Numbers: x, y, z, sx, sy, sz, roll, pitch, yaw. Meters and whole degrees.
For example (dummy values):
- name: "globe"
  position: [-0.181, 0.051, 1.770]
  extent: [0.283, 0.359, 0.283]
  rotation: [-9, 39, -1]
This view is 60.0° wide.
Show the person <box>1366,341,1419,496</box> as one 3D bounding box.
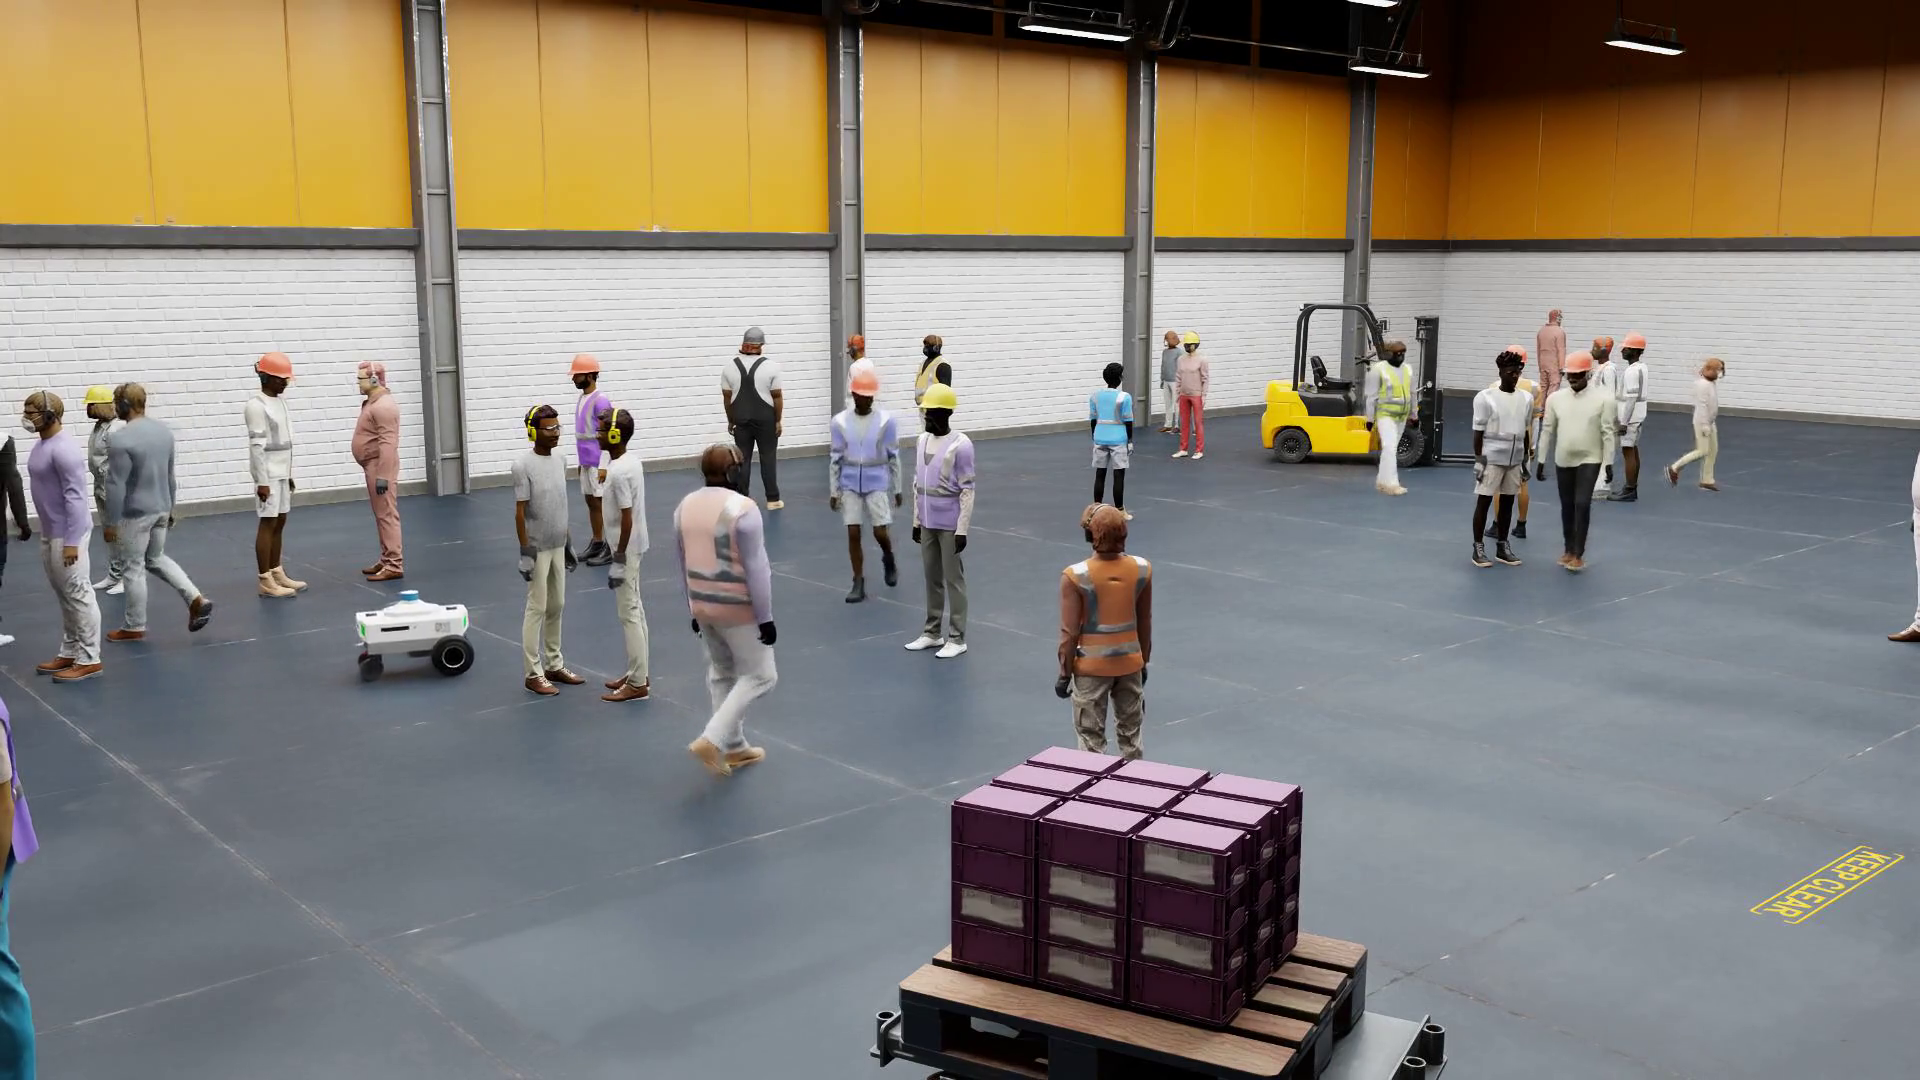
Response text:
- name: "person"
  position: [5.181, -1.429, 19.613]
  extent: [0.654, 1.814, 0.790]
  rotation: [-6, 11, -30]

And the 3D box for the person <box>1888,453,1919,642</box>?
- name: "person"
  position: [7.001, -0.151, 11.867]
  extent: [0.411, 1.908, 0.643]
  rotation: [0, 10, -2]

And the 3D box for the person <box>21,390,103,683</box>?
- name: "person"
  position: [-5.962, -0.027, 11.041]
  extent: [0.375, 1.939, 0.628]
  rotation: [-9, 13, -41]

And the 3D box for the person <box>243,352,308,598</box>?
- name: "person"
  position: [-5.654, -0.541, 13.783]
  extent: [0.408, 2.030, 0.610]
  rotation: [0, 10, -1]

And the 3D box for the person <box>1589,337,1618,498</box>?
- name: "person"
  position: [7.474, -1.426, 19.392]
  extent: [0.337, 1.882, 0.583]
  rotation: [2, 10, 12]

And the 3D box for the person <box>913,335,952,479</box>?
- name: "person"
  position: [-0.349, -1.633, 20.722]
  extent: [0.429, 1.846, 0.625]
  rotation: [-5, 11, -28]

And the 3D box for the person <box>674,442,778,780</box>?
- name: "person"
  position: [-1.253, 0.389, 8.923]
  extent: [0.672, 1.828, 0.603]
  rotation: [9, 13, 42]

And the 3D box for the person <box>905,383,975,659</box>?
- name: "person"
  position: [-0.138, -0.138, 11.717]
  extent: [0.364, 1.930, 0.588]
  rotation: [-8, 13, -40]

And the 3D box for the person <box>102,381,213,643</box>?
- name: "person"
  position: [-5.896, -0.191, 12.054]
  extent: [0.696, 1.923, 0.652]
  rotation: [1, 10, 8]

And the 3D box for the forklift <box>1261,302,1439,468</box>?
- name: "forklift"
  position: [5.320, -2.157, 22.763]
  extent: [2.313, 2.155, 1.214]
  rotation: [3, 10, 16]

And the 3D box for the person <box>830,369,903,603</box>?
- name: "person"
  position: [-0.760, -0.450, 13.595]
  extent: [0.579, 1.912, 0.672]
  rotation: [1, 10, 8]

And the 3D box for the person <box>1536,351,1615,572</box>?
- name: "person"
  position: [5.473, -0.697, 14.885]
  extent: [0.654, 1.956, 0.877]
  rotation: [7, 12, 37]

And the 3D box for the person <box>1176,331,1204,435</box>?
- name: "person"
  position: [3.639, -2.471, 26.241]
  extent: [0.503, 1.633, 0.280]
  rotation: [6, 11, 32]

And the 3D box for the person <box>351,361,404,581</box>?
- name: "person"
  position: [-5.078, -0.601, 14.498]
  extent: [0.409, 1.905, 0.652]
  rotation: [-4, 11, -24]

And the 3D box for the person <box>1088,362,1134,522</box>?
- name: "person"
  position: [1.615, -1.033, 17.642]
  extent: [0.540, 1.696, 0.316]
  rotation: [7, 12, 37]

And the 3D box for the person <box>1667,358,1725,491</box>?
- name: "person"
  position: [8.868, -1.386, 19.947]
  extent: [0.530, 1.613, 0.546]
  rotation: [-10, 14, -44]

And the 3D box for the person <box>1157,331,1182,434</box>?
- name: "person"
  position: [3.355, -2.501, 26.421]
  extent: [0.276, 1.631, 0.507]
  rotation: [-6, 11, -31]

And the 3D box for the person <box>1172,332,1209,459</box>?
- name: "person"
  position: [3.213, -2.004, 23.117]
  extent: [0.526, 1.769, 0.330]
  rotation: [9, 13, 44]

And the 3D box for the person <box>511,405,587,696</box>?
- name: "person"
  position: [-2.662, 0.057, 10.754]
  extent: [0.322, 1.871, 0.531]
  rotation: [4, 10, 22]

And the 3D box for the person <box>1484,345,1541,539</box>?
- name: "person"
  position: [5.487, -0.975, 16.598]
  extent: [0.553, 1.935, 0.362]
  rotation: [-1, 10, -7]

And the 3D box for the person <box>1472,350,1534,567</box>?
- name: "person"
  position: [4.930, -0.738, 15.123]
  extent: [0.605, 1.966, 0.373]
  rotation: [-3, 10, -16]

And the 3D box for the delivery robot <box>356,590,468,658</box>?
- name: "delivery robot"
  position: [-3.699, 0.585, 11.230]
  extent: [0.707, 0.478, 0.477]
  rotation: [-4, 11, -22]

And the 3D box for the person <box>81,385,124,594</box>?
- name: "person"
  position: [-7.141, -0.423, 13.935]
  extent: [0.487, 1.744, 0.294]
  rotation: [9, 13, 42]

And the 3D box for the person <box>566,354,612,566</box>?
- name: "person"
  position: [-3.363, -0.727, 15.142]
  extent: [0.376, 1.935, 0.550]
  rotation: [-7, 12, -34]

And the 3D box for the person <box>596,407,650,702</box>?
- name: "person"
  position: [-2.144, 0.092, 10.545]
  extent: [0.328, 1.874, 0.517]
  rotation: [-1, 10, -4]

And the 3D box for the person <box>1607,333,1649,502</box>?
- name: "person"
  position: [7.692, -1.407, 19.118]
  extent: [0.350, 1.940, 0.543]
  rotation: [6, 11, 32]

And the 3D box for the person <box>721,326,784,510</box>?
- name: "person"
  position: [-2.277, -1.356, 18.525]
  extent: [0.682, 2.000, 0.536]
  rotation: [2, 10, 12]

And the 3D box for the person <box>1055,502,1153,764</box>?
- name: "person"
  position: [0.700, 0.636, 8.027]
  extent: [0.513, 1.642, 0.311]
  rotation: [-5, 11, -25]

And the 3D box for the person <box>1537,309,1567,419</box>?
- name: "person"
  position: [10.171, -2.995, 28.518]
  extent: [0.409, 1.906, 0.651]
  rotation: [-3, 10, -19]

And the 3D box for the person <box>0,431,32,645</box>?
- name: "person"
  position: [-7.028, -0.164, 11.970]
  extent: [0.597, 1.899, 0.459]
  rotation: [1, 10, 8]

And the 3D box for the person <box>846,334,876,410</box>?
- name: "person"
  position: [-1.197, -1.510, 19.877]
  extent: [0.355, 1.887, 0.574]
  rotation: [3, 10, 17]

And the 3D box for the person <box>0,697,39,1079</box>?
- name: "person"
  position: [-3.096, 1.024, 5.153]
  extent: [0.563, 1.847, 0.388]
  rotation: [7, 12, 36]
